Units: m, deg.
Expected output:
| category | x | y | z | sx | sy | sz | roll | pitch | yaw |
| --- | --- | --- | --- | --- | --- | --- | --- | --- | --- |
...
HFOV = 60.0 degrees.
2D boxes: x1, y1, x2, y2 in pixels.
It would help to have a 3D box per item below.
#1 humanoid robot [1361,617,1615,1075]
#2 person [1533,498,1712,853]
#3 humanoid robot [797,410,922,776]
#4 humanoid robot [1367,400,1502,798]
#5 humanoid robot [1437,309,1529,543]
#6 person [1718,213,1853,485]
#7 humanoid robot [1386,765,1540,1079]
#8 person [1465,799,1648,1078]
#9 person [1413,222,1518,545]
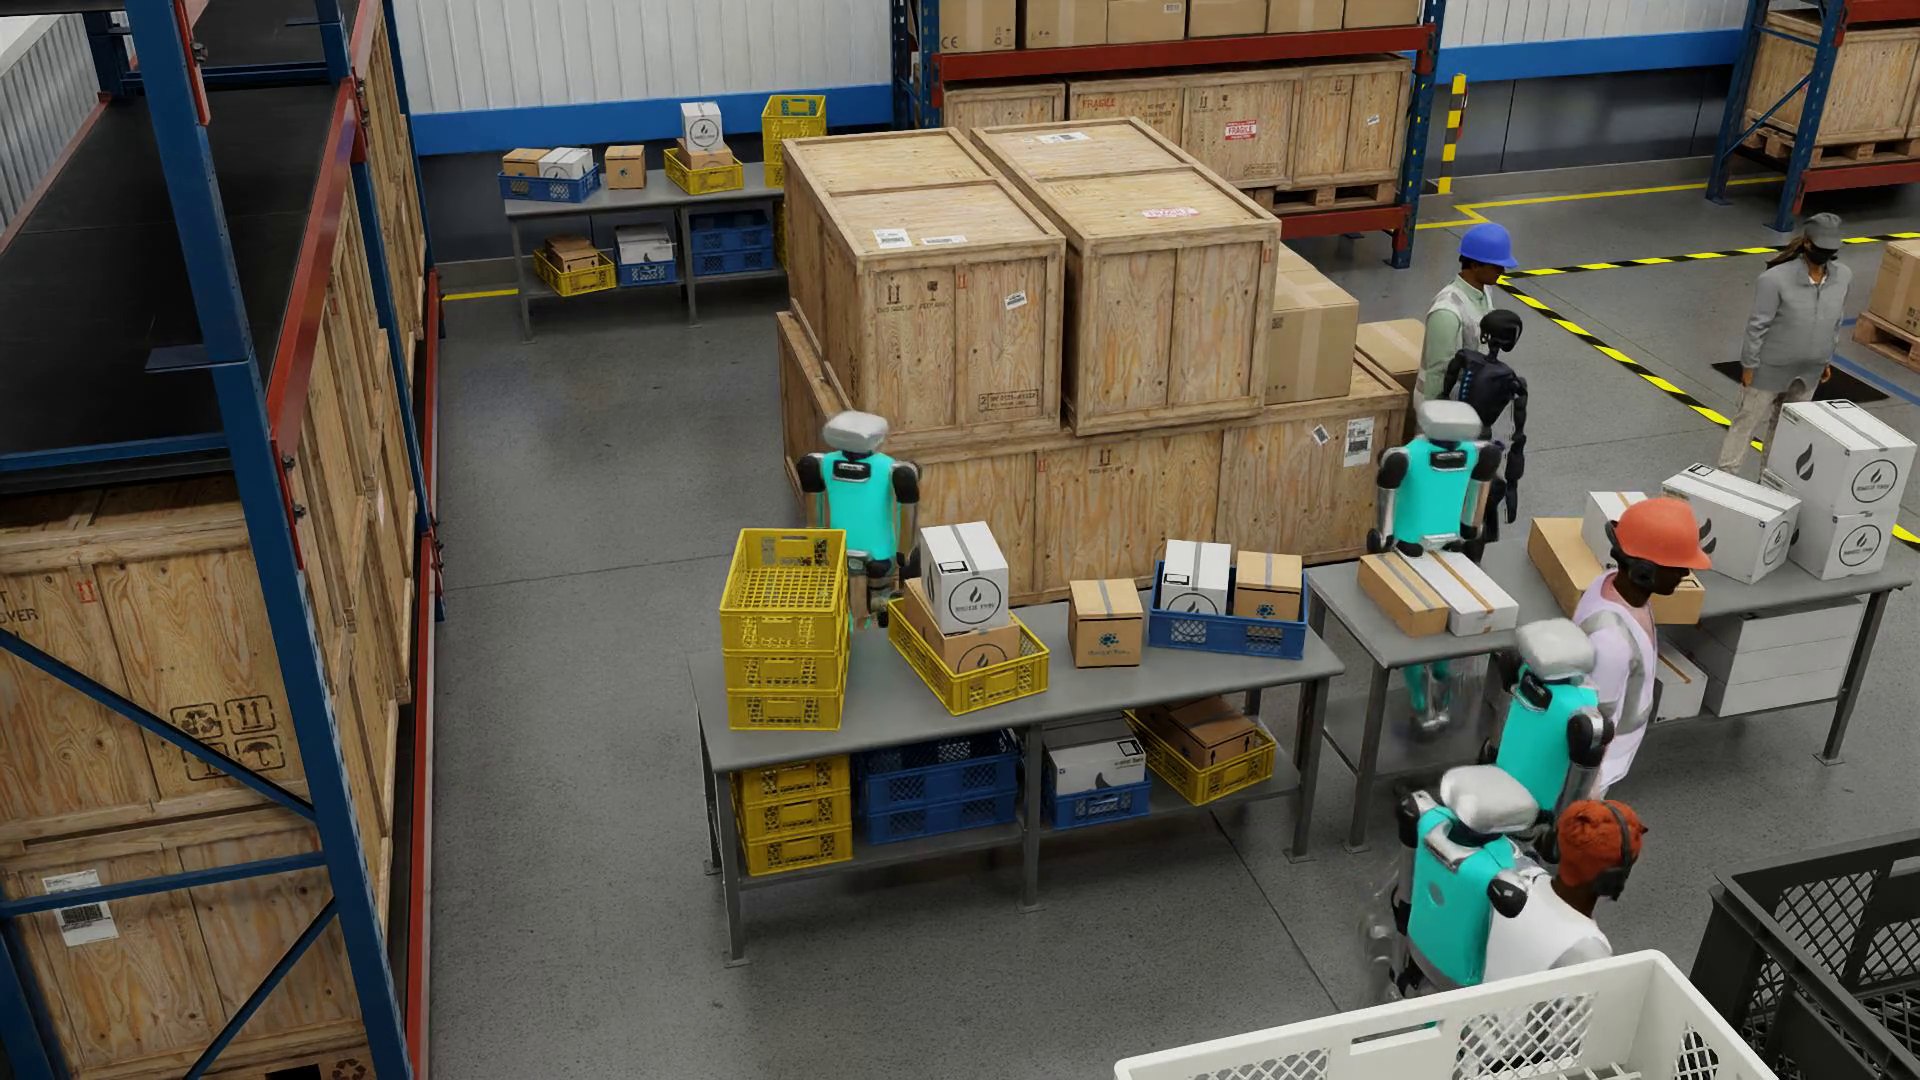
| category | x | y | z | sx | sy | sz | roll | pitch | yaw |
| --- | --- | --- | --- | --- | --- | --- | --- | --- | --- |
| humanoid robot | 1.642 | 1.131 | 5.630 | 0.824 | 1.838 | 0.551 | -6 | 29 | -11 |
| person | 2.277 | 0.763 | 5.912 | 0.405 | 2.035 | 0.602 | 14 | 32 | 23 |
| humanoid robot | -0.465 | 0.424 | 6.836 | 0.601 | 1.781 | 0.815 | 10 | 30 | 18 |
| humanoid robot | 2.033 | 0.361 | 6.963 | 0.557 | 1.793 | 0.758 | -7 | 30 | -12 |
| humanoid robot | 2.595 | -0.390 | 8.360 | 0.381 | 1.654 | 0.612 | -15 | 32 | -25 |
| person | 4.644 | -0.994 | 9.364 | 0.574 | 1.767 | 0.397 | -5 | 29 | -8 |
| humanoid robot | 1.625 | 1.394 | 5.044 | 0.694 | 1.781 | 0.530 | -13 | 31 | -22 |
| person | 1.636 | 1.515 | 4.704 | 0.407 | 1.879 | 0.592 | -5 | 29 | -9 |
| person | 2.581 | -0.724 | 8.704 | 0.412 | 1.939 | 0.602 | 19 | 34 | 31 |
